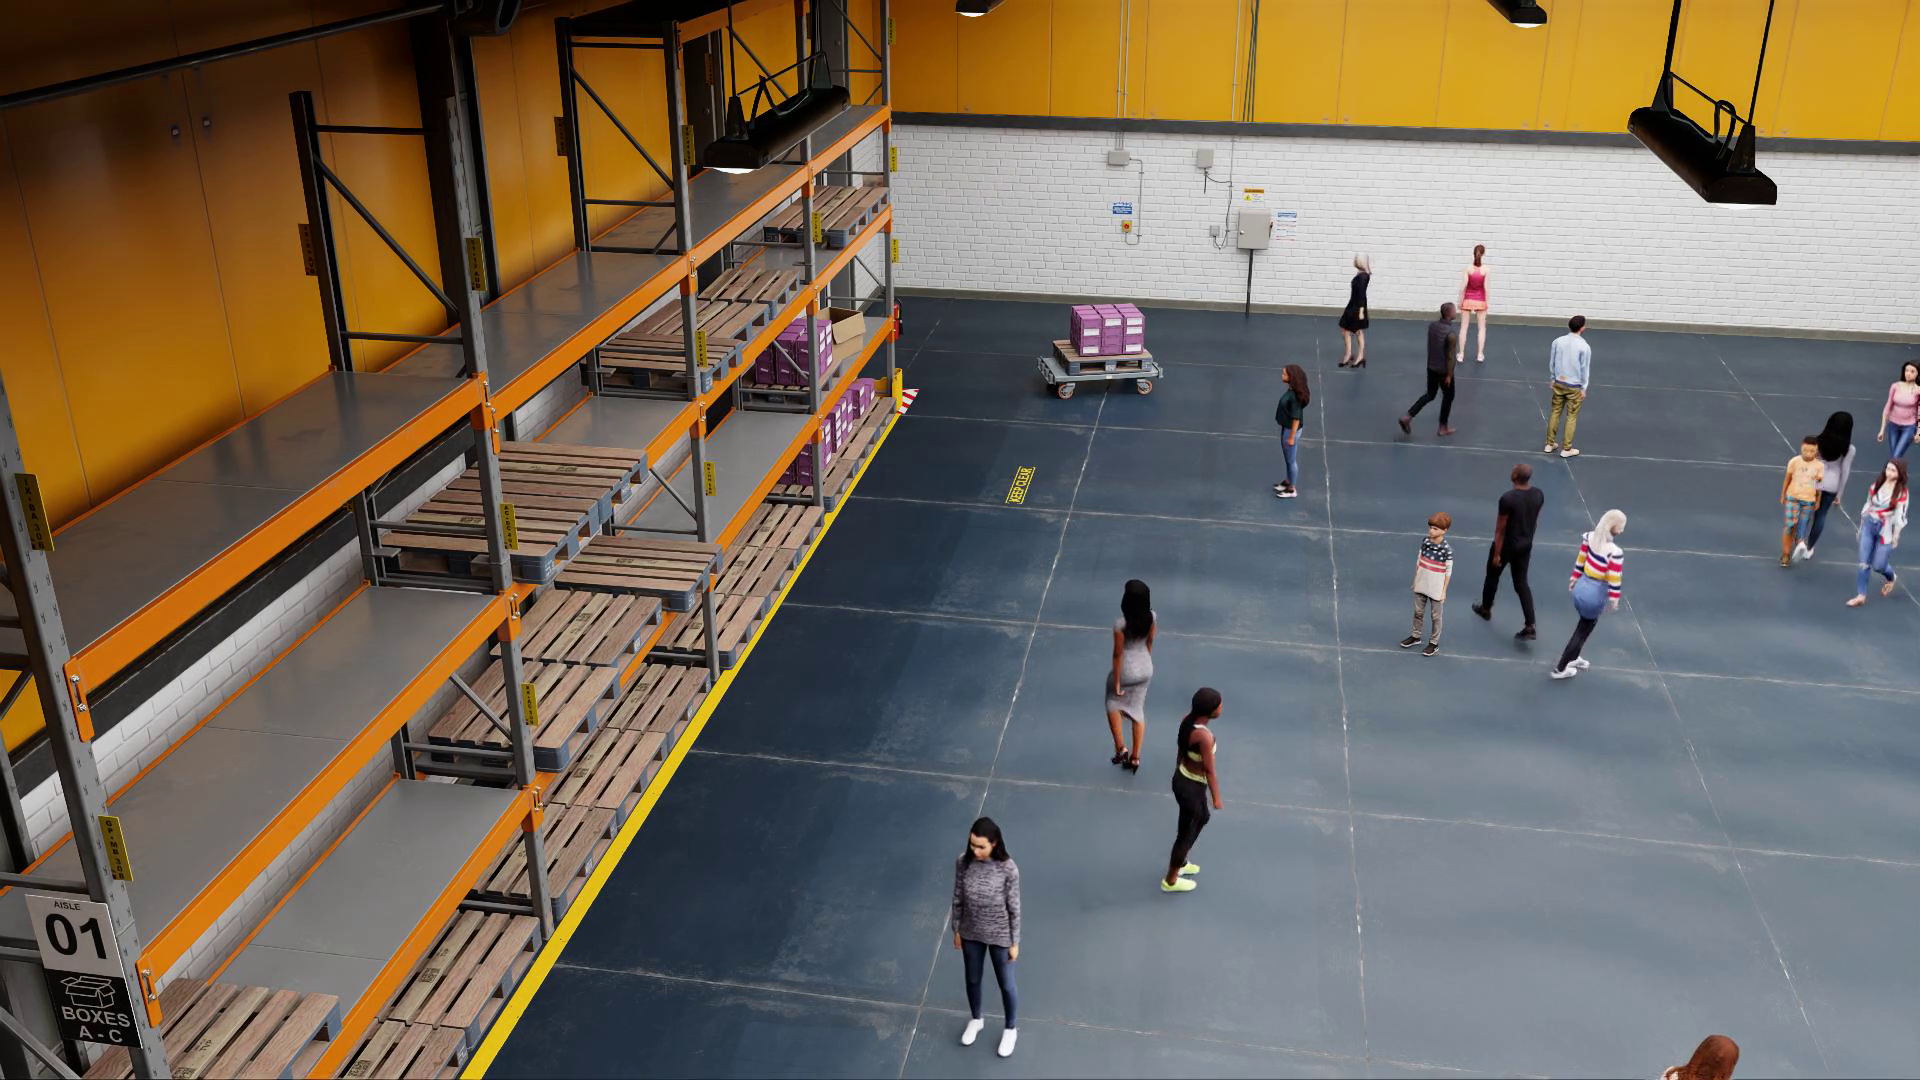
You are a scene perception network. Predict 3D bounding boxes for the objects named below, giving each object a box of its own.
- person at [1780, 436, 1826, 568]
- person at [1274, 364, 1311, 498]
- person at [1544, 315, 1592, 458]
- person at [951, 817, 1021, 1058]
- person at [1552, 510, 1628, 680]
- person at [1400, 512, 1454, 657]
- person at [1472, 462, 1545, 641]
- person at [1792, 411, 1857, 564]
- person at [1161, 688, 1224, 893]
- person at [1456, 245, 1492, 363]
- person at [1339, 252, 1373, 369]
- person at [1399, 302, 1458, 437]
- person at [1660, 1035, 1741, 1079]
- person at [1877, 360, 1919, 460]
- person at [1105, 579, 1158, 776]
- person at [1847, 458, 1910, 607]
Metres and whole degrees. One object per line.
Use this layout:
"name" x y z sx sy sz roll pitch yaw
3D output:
"person" 9.114 -0.460 18.020 0.689 1.444 0.950 9 25 21
"person" 3.932 -1.306 19.743 0.669 1.614 0.540 2 24 5
"person" 7.676 -1.952 20.976 0.798 1.812 0.757 -18 29 -35
"person" 0.187 2.537 10.807 0.653 1.730 0.589 9 25 19
"person" 5.755 0.538 15.331 0.885 1.770 0.799 -10 26 -22
"person" 4.550 0.402 16.054 0.641 1.439 0.596 -19 30 -37
"person" 5.455 0.141 16.230 1.043 1.776 1.311 -7 25 -16
"person" 9.227 -0.522 17.821 0.821 1.716 1.072 12 26 25
"person" 1.621 1.877 12.307 0.743 1.738 0.666 -7 24 -15
"person" 7.607 -3.494 24.576 0.750 1.753 0.767 6 24 14
"person" 5.883 -3.336 24.238 0.704 1.734 0.617 3 24 7
"person" 6.123 -2.176 21.486 1.106 1.812 1.159 -8 25 -18
"person" 3.788 3.402 8.915 1.060 1.661 1.090 -11 26 -24
"person" 11.160 -1.316 19.654 0.970 1.704 0.917 -14 27 -30
"person" 1.482 1.180 13.862 0.716 1.769 0.762 -9 25 -21
"person" 9.429 -0.084 16.966 0.909 1.601 0.870 -12 26 -26
